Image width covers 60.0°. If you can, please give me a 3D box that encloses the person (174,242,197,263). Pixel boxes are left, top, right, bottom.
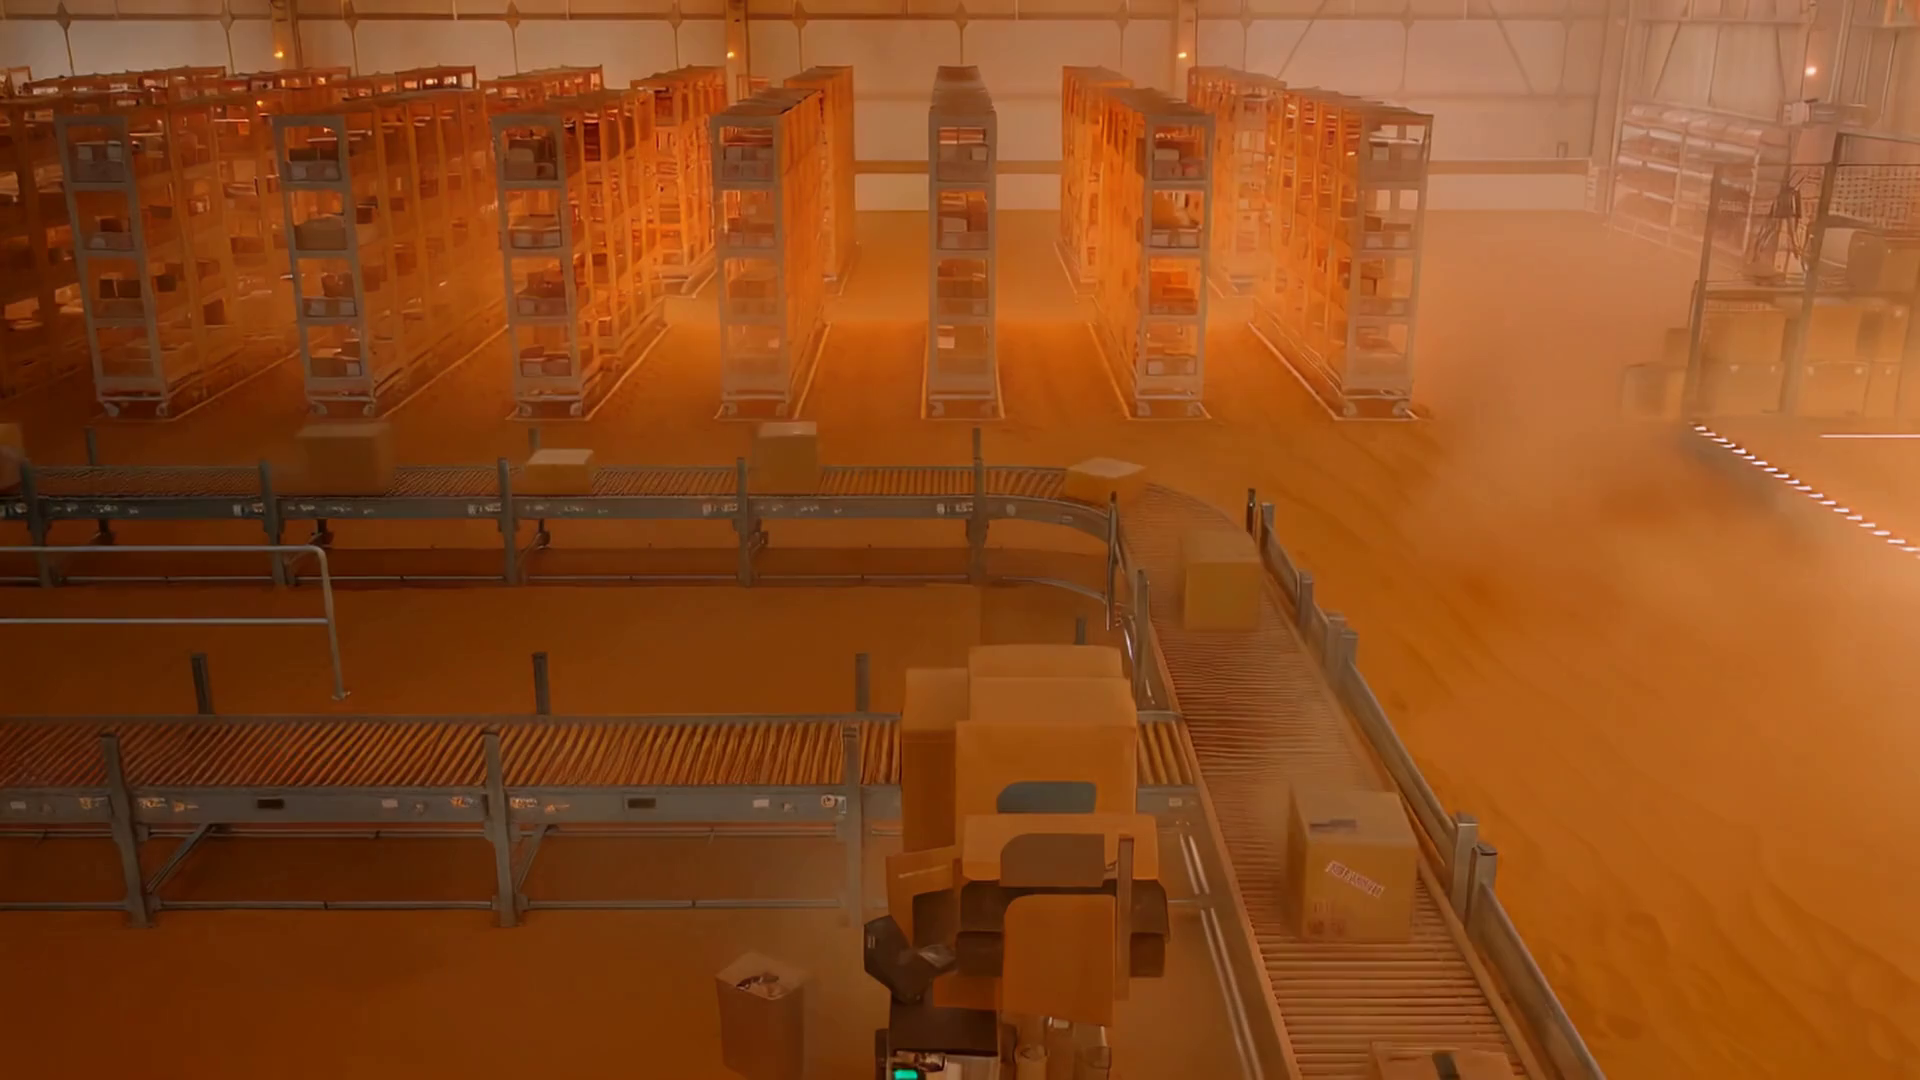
[{"bbox_3d":[-12.816,-4.818,27.592,0.961,1.775,0.605,-1,18,-4],"label":"person"}]

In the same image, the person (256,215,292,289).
[{"bbox_3d":[-10.660,-4.426,26.045,0.392,1.995,0.612,14,23,37],"label":"person"}]

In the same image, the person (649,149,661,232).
[{"bbox_3d":[-6.499,-7.555,35.999,0.972,1.789,0.584,1,18,2],"label":"person"}]
